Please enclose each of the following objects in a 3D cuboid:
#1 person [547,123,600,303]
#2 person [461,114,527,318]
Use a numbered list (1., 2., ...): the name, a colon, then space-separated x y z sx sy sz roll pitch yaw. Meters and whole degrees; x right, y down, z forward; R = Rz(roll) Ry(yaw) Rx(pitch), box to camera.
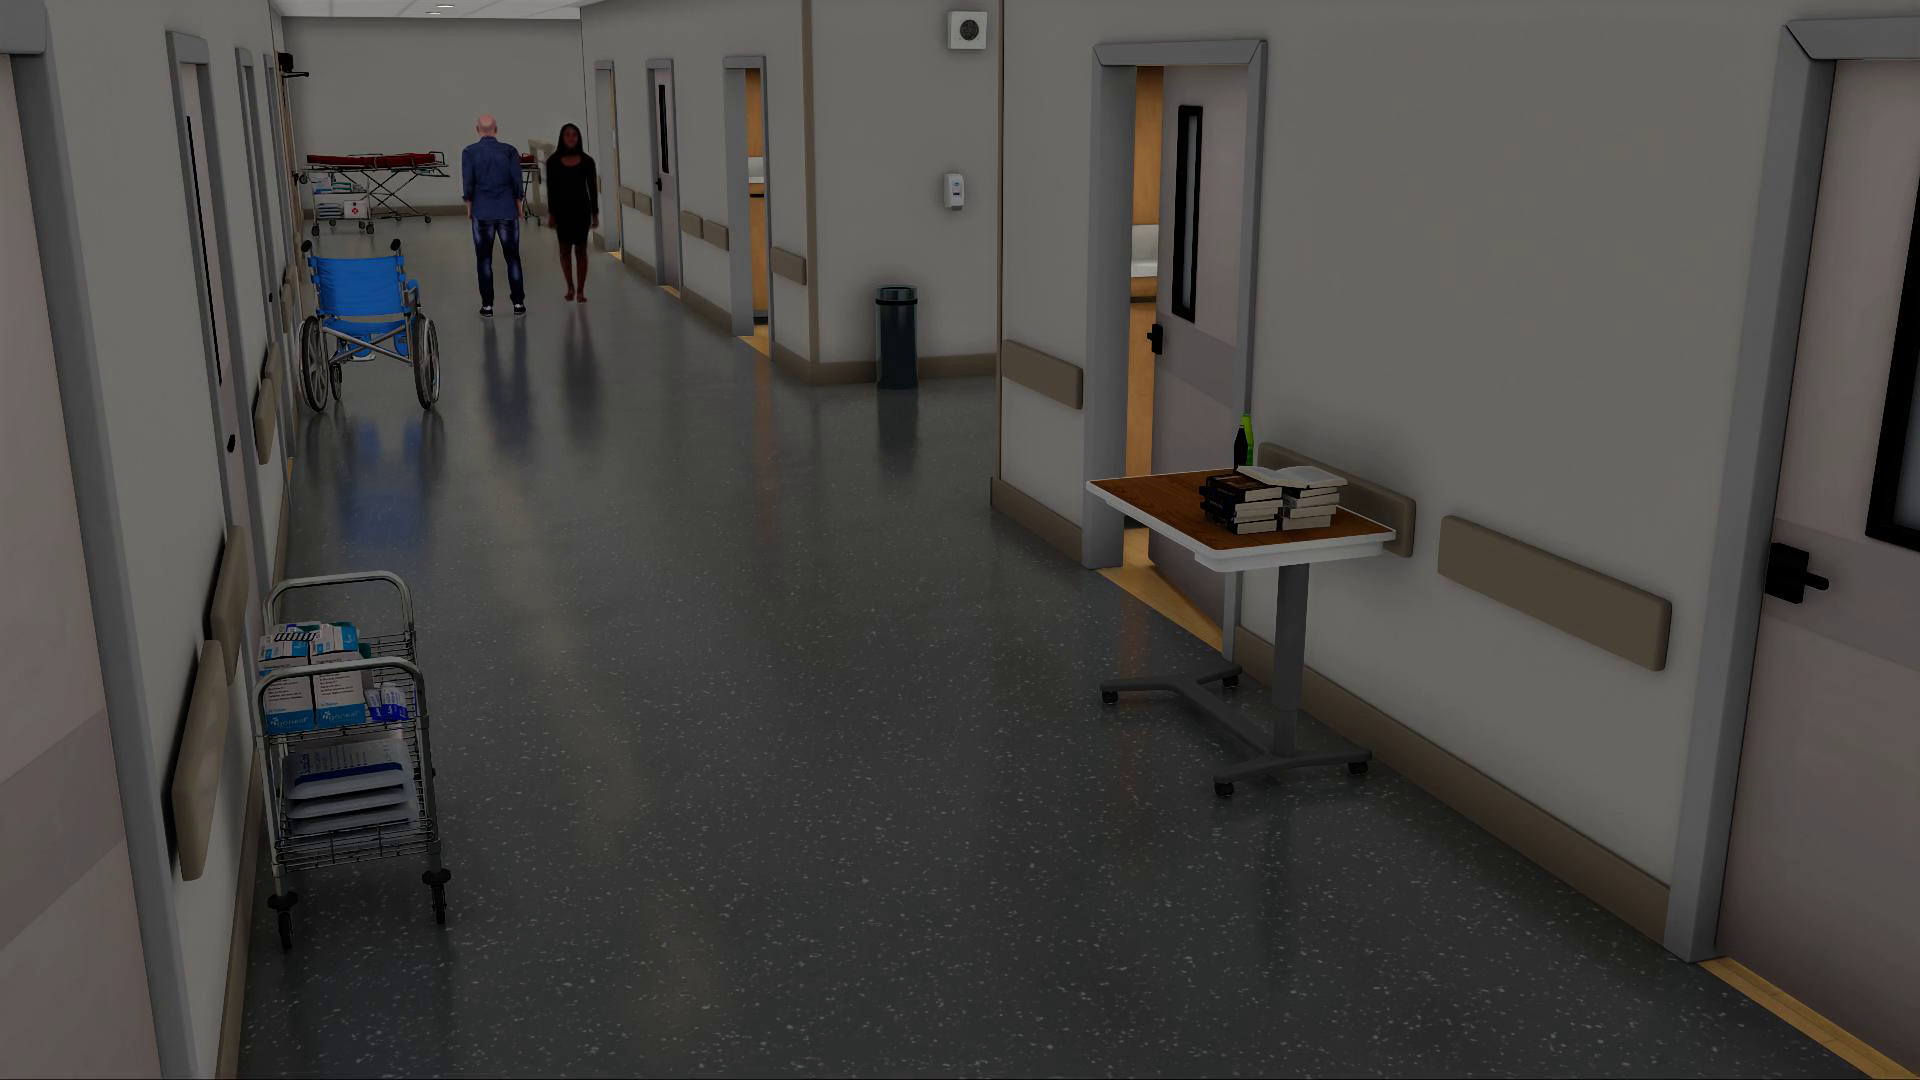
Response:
1. person: -3.754 -3.146 16.104 0.636 1.705 0.652 -4 16 -15
2. person: -4.281 -2.984 15.310 0.705 1.825 0.555 -6 17 -19
